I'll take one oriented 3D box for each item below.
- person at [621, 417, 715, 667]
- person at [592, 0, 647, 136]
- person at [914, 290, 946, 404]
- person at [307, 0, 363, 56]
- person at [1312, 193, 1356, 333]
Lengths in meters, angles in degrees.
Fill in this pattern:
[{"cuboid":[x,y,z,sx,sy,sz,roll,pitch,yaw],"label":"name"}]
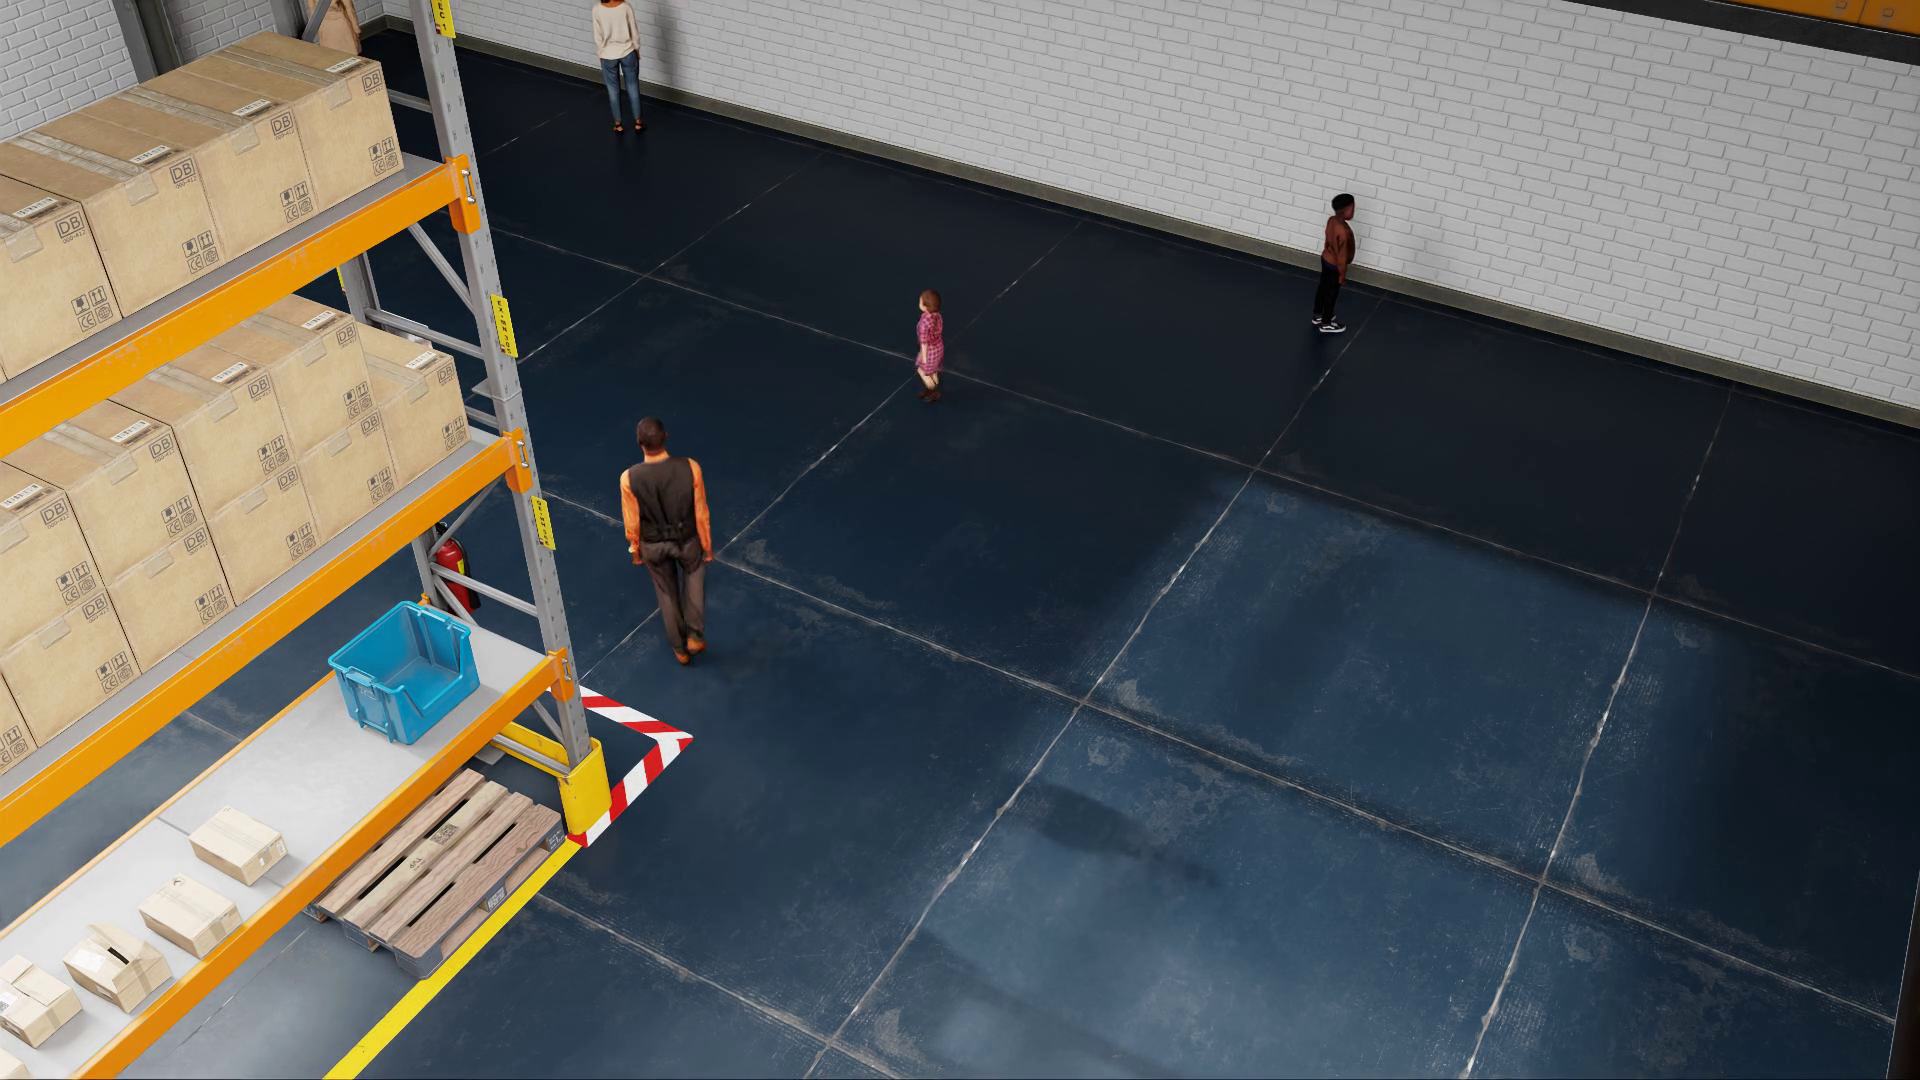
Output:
[{"cuboid":[-1.826,0.082,10.609,0.887,1.895,0.947,-9,39,-11],"label":"person"},{"cuboid":[-3.517,-4.998,17.140,0.695,1.682,0.731,-5,39,-6],"label":"person"},{"cuboid":[-0.208,-1.530,13.333,0.505,1.014,0.416,23,44,26],"label":"person"},{"cuboid":[-6.614,-5.398,17.643,0.725,1.681,0.710,0,39,0],"label":"person"},{"cuboid":[3.189,-2.375,14.197,0.648,1.256,0.582,-8,39,-10],"label":"person"}]
